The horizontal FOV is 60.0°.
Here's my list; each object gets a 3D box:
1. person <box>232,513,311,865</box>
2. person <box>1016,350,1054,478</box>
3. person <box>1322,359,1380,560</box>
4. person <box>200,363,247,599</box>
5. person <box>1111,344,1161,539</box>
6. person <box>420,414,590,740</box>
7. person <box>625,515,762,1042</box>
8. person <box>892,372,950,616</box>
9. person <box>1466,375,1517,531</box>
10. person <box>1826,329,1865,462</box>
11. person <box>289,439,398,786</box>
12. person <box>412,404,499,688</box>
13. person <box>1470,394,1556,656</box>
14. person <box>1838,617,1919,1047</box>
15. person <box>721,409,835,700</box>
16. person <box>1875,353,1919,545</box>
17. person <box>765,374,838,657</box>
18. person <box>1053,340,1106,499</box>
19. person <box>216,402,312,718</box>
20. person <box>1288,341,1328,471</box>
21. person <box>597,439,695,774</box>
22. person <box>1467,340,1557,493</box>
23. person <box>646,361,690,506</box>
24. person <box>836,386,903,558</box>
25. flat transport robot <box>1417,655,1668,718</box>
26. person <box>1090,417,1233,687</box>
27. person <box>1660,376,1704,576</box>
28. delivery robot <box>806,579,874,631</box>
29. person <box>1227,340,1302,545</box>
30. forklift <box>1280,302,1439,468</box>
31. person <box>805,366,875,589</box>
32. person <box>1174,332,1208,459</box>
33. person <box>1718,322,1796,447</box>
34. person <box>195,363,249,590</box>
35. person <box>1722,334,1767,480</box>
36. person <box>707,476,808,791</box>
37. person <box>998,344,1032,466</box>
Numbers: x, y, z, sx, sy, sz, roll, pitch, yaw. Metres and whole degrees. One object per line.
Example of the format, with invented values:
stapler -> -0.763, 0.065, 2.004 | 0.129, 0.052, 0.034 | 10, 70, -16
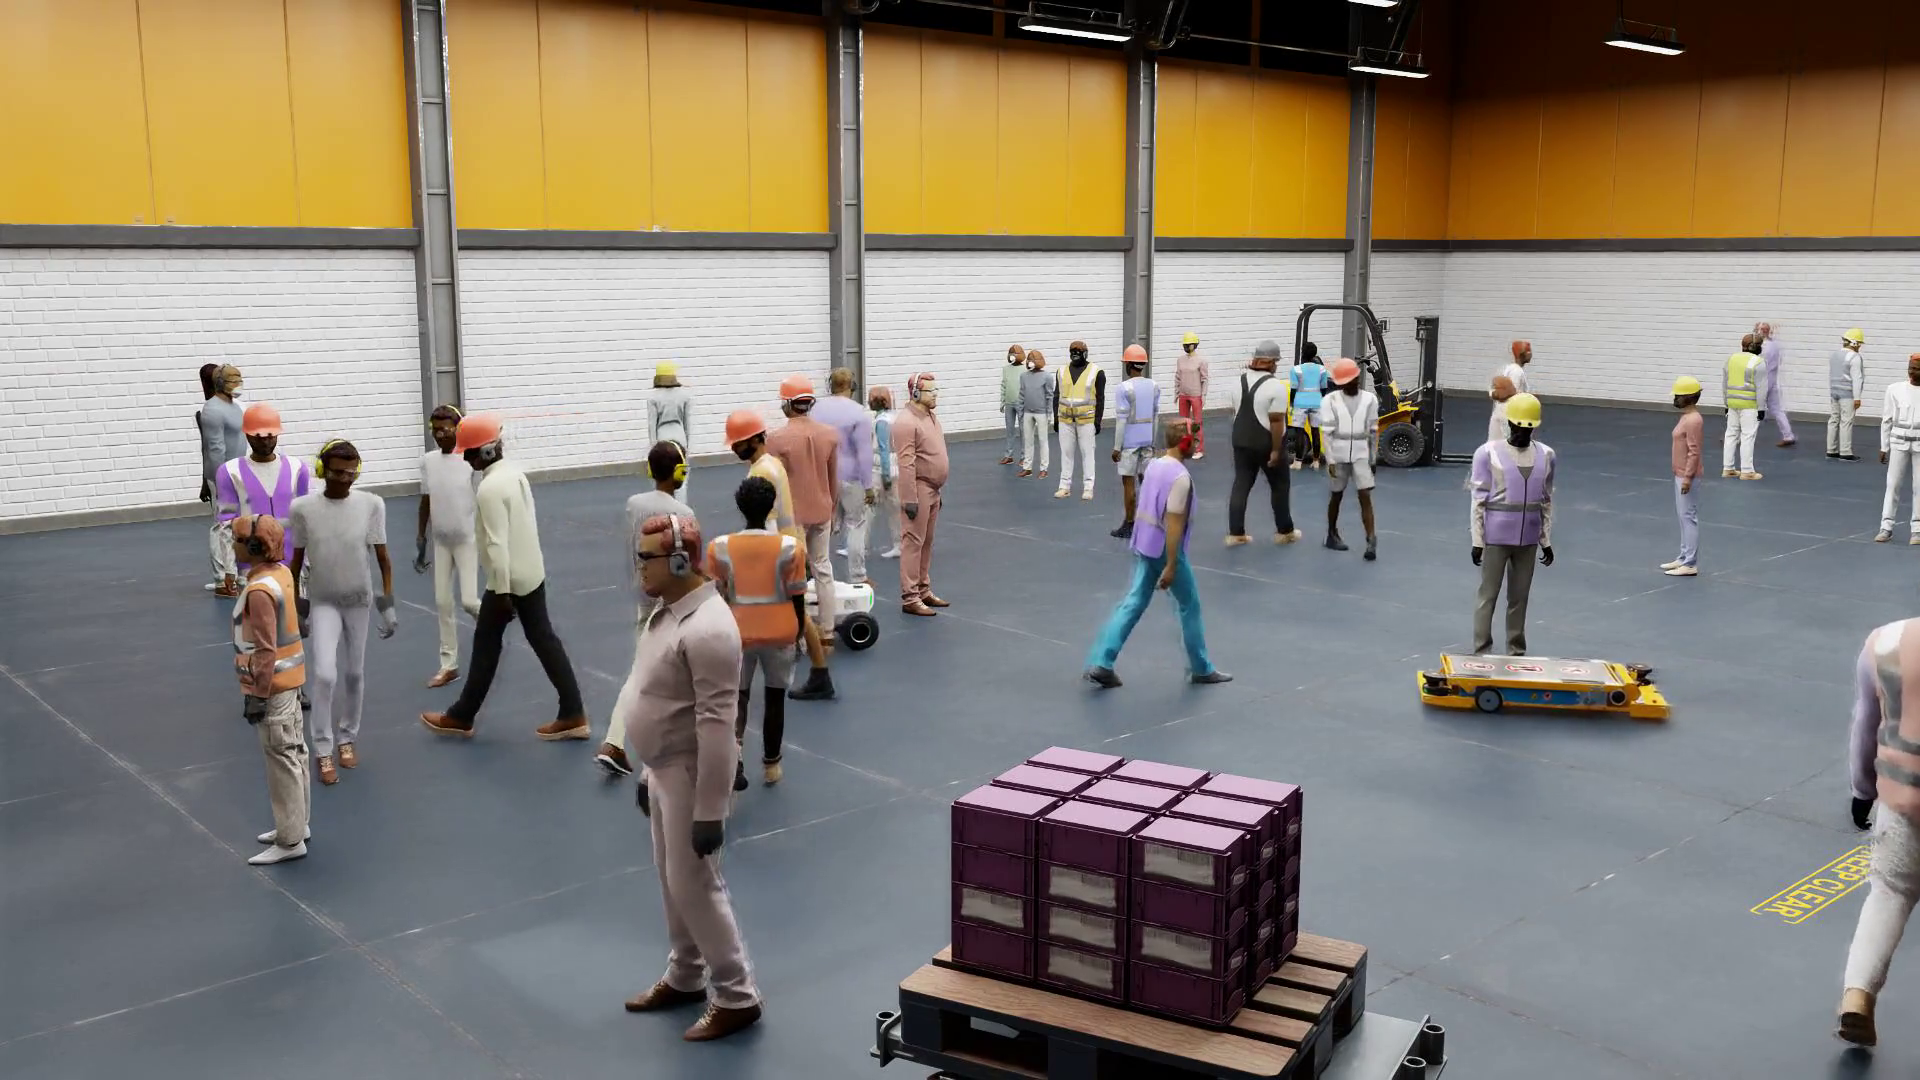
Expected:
person -> -3.207, 0.684, 7.748 | 0.311, 1.642, 0.513 | -2, 10, -13
person -> 0.960, -1.597, 21.125 | 0.501, 1.633, 0.285 | 7, 12, 34
person -> 3.666, -0.776, 15.660 | 0.553, 1.866, 0.848 | 0, 10, 2
person -> -6.049, -0.489, 13.749 | 0.351, 1.936, 0.634 | -1, 10, -9
person -> 1.738, -0.982, 16.638 | 0.548, 1.937, 0.358 | -7, 12, -37
person -> -2.635, 0.229, 9.606 | 1.024, 1.916, 0.629 | 1, 10, 8
person -> -1.000, 0.857, 6.042 | 0.461, 1.900, 0.680 | -4, 10, -22
person -> -0.288, -0.368, 13.136 | 0.408, 1.908, 0.641 | 3, 10, 17
person -> 5.563, -0.878, 16.939 | 0.665, 1.611, 0.503 | 3, 10, 17
person -> 12.199, -1.991, 22.883 | 0.404, 1.822, 0.586 | -1, 10, -8
person -> -3.332, 0.376, 8.985 | 0.512, 1.836, 0.714 | -5, 11, -27
person -> -3.329, 0.029, 10.949 | 0.544, 1.862, 0.491 | 3, 10, 17
person -> 3.674, -0.017, 11.045 | 0.584, 1.917, 0.381 | -2, 10, -11
person -> 3.455, 0.923, 5.834 | 0.785, 1.821, 0.644 | -9, 13, -43
person -> -1.247, 0.102, 10.497 | 0.989, 1.859, 0.558 | 1, 10, 6
person -> 9.325, -0.894, 16.281 | 0.575, 1.882, 0.361 | 7, 12, 37
person -> -1.123, -0.168, 11.698 | 0.611, 1.996, 0.387 | -8, 13, -40
person -> 1.364, -1.391, 19.315 | 0.626, 1.844, 0.429 | 4, 10, 22
person -> -4.228, 0.119, 10.198 | 0.552, 1.932, 0.377 | -7, 12, -36
person -> 4.566, -1.758, 21.877 | 0.538, 1.700, 0.317 | -2, 10, -12
person -> -1.668, 0.366, 9.122 | 0.518, 1.831, 0.925 | 5, 11, 28
person -> 6.533, -1.446, 19.698 | 1.011, 1.832, 0.597 | 2, 10, 9
person -> -3.090, -1.024, 17.565 | 0.498, 1.710, 0.822 | -5, 11, -25
person -> -0.827, -0.618, 15.431 | 0.757, 1.608, 0.547 | 1, 10, 3
flat transport robot -> 3.638, 0.902, 10.475 | 1.431, 0.197, 0.652 | 2, 10, 12
person -> 1.288, 0.092, 10.816 | 0.994, 1.792, 0.583 | -3, 10, -20
person -> 6.392, -0.564, 14.698 | 0.327, 1.765, 0.531 | 3, 10, 18
delivery robot -> -0.991, 0.452, 12.008 | 0.707, 0.478, 0.477 | -2, 10, -13
person -> 3.002, -0.966, 16.240 | 0.901, 2.000, 0.703 | -8, 12, -39
forklift -> 5.320, -2.157, 22.763 | 2.313, 2.155, 1.214 | 3, 10, 16
person -> -1.043, -0.484, 13.812 | 0.663, 1.909, 0.685 | 7, 12, 37
person -> 3.193, -2.001, 23.108 | 0.533, 1.767, 0.327 | 9, 13, 42
person -> 11.879, -2.290, 24.575 | 0.628, 1.853, 1.056 | -8, 13, -39
person -> -6.210, -0.533, 14.070 | 0.398, 1.916, 0.590 | 2, 10, 9
person -> 9.948, -1.687, 21.055 | 0.429, 1.838, 0.634 | -4, 10, -20
person -> -1.058, 0.509, 8.659 | 0.539, 1.679, 0.573 | 0, 10, 0
person -> 0.753, -1.815, 22.399 | 0.498, 1.634, 0.280 | 7, 12, 35
